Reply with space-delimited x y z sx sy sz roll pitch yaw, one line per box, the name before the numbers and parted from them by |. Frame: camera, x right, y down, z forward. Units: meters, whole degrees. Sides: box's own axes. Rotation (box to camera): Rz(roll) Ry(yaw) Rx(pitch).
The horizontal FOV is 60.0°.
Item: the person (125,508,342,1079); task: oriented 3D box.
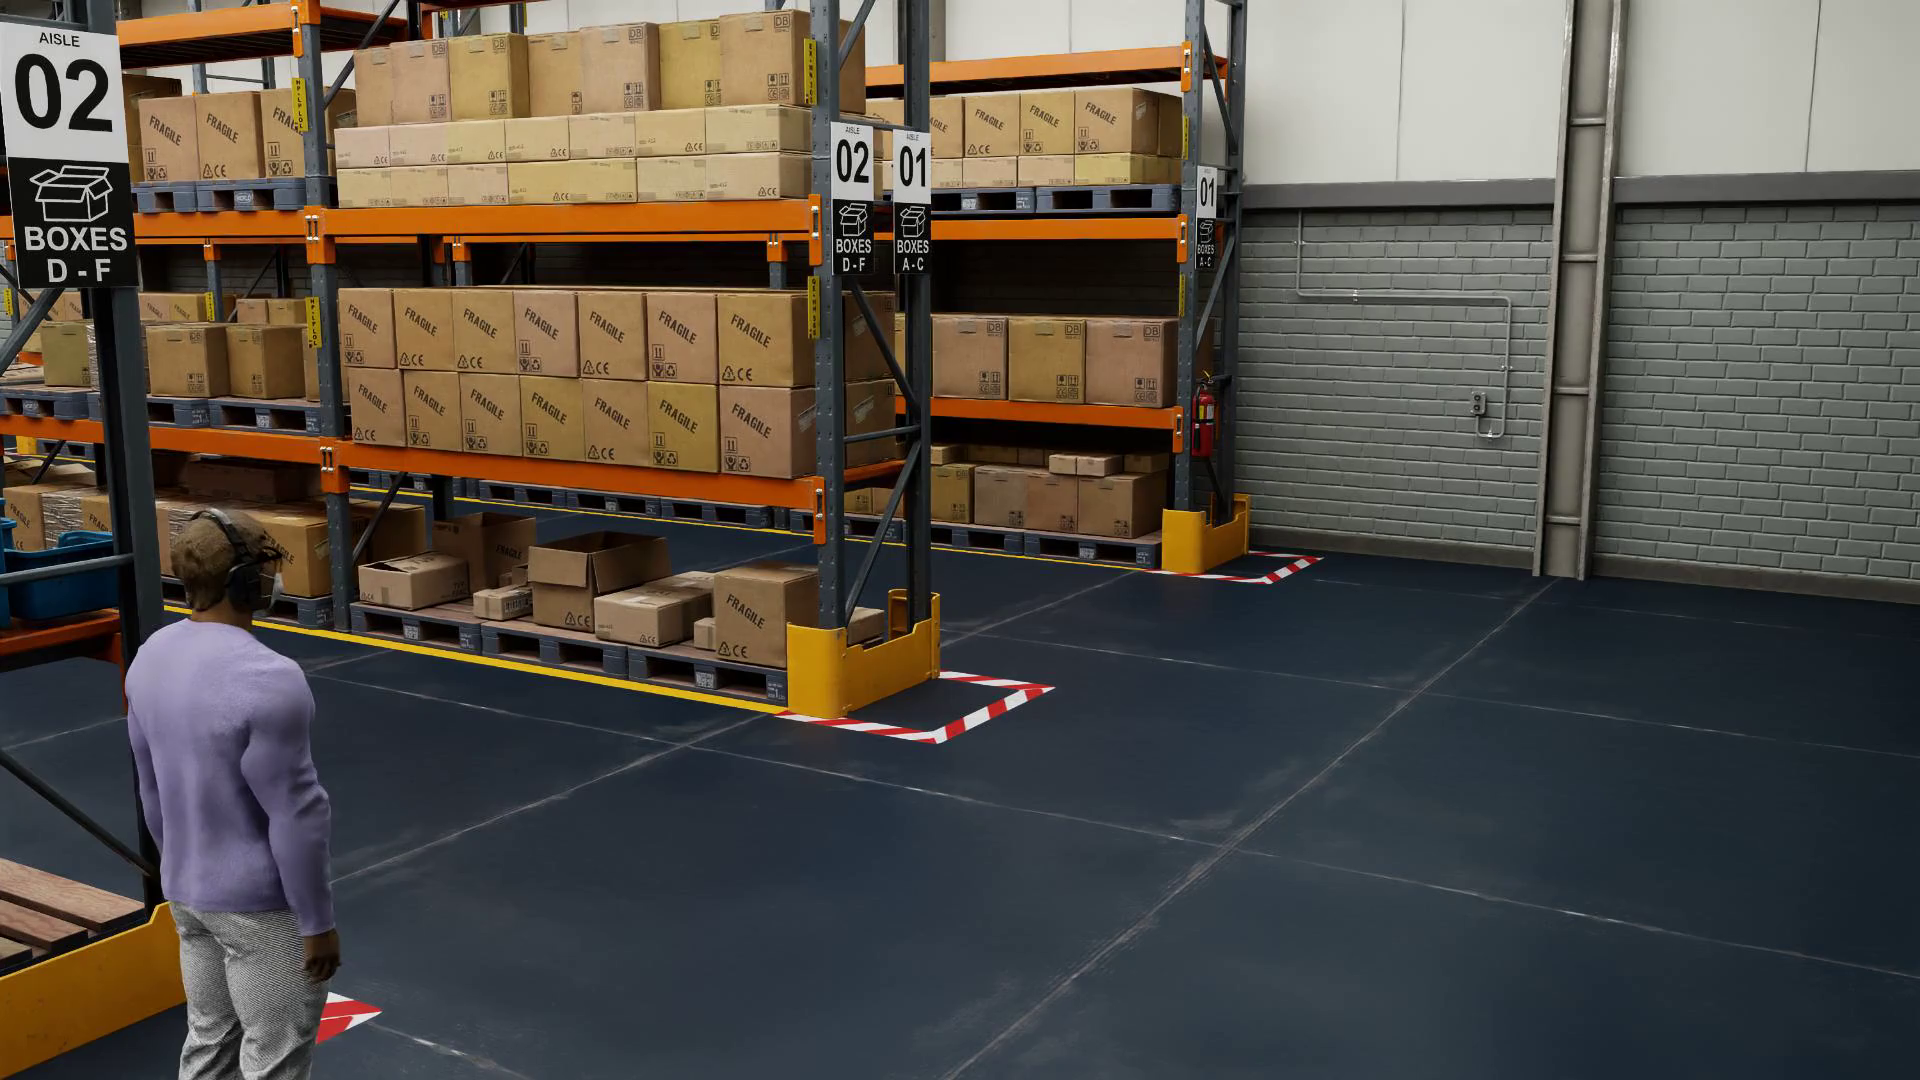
person | -1.749 0.879 4.093 0.629 1.940 0.373 6 11 32
